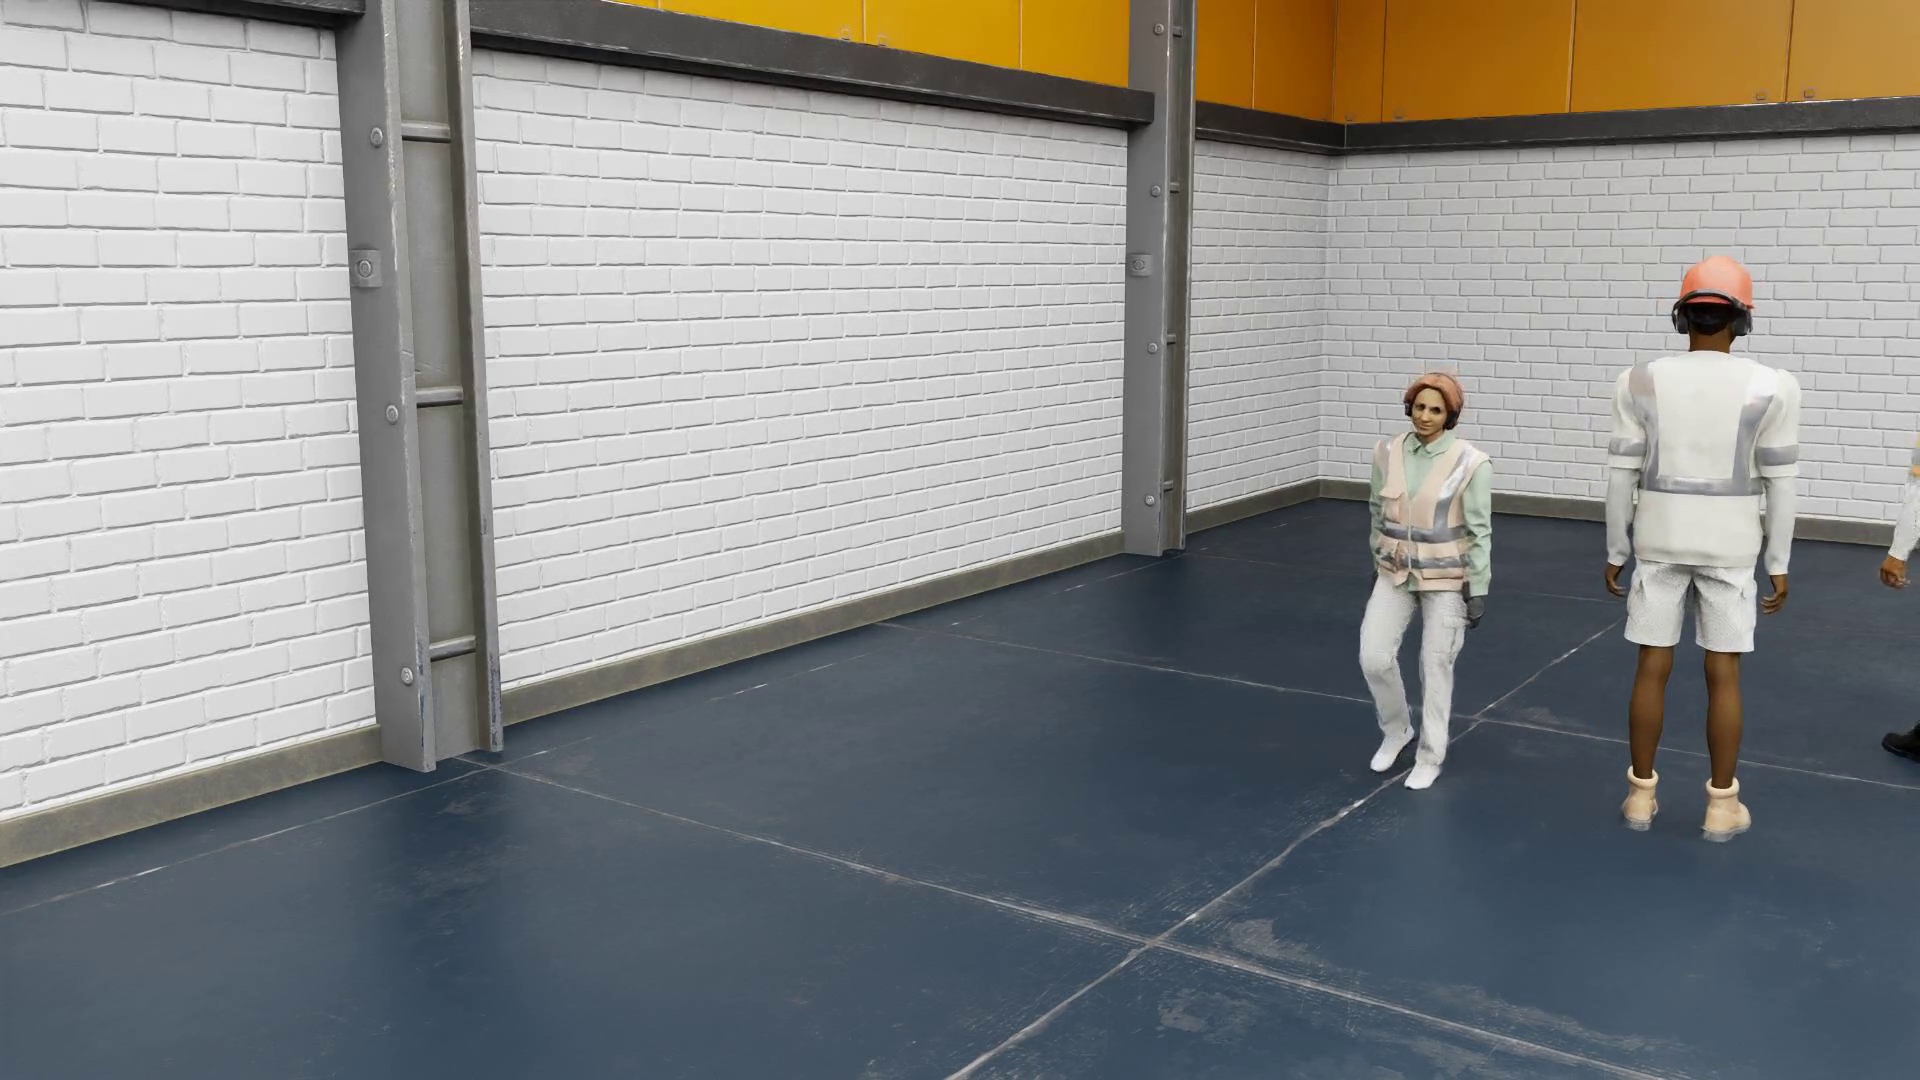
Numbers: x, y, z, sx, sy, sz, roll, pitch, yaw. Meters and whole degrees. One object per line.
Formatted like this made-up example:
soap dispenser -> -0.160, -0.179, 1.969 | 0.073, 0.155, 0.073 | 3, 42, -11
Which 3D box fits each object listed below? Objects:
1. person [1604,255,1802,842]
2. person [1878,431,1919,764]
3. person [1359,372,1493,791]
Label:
person -> 2.596, 0.030, 5.859 | 0.614, 2.038, 0.396 | 5, 11, 30
person -> 3.898, 0.026, 6.315 | 0.560, 1.907, 0.919 | -1, 10, -9
person -> 1.769, 0.169, 6.297 | 0.532, 1.610, 0.377 | 9, 13, 43
